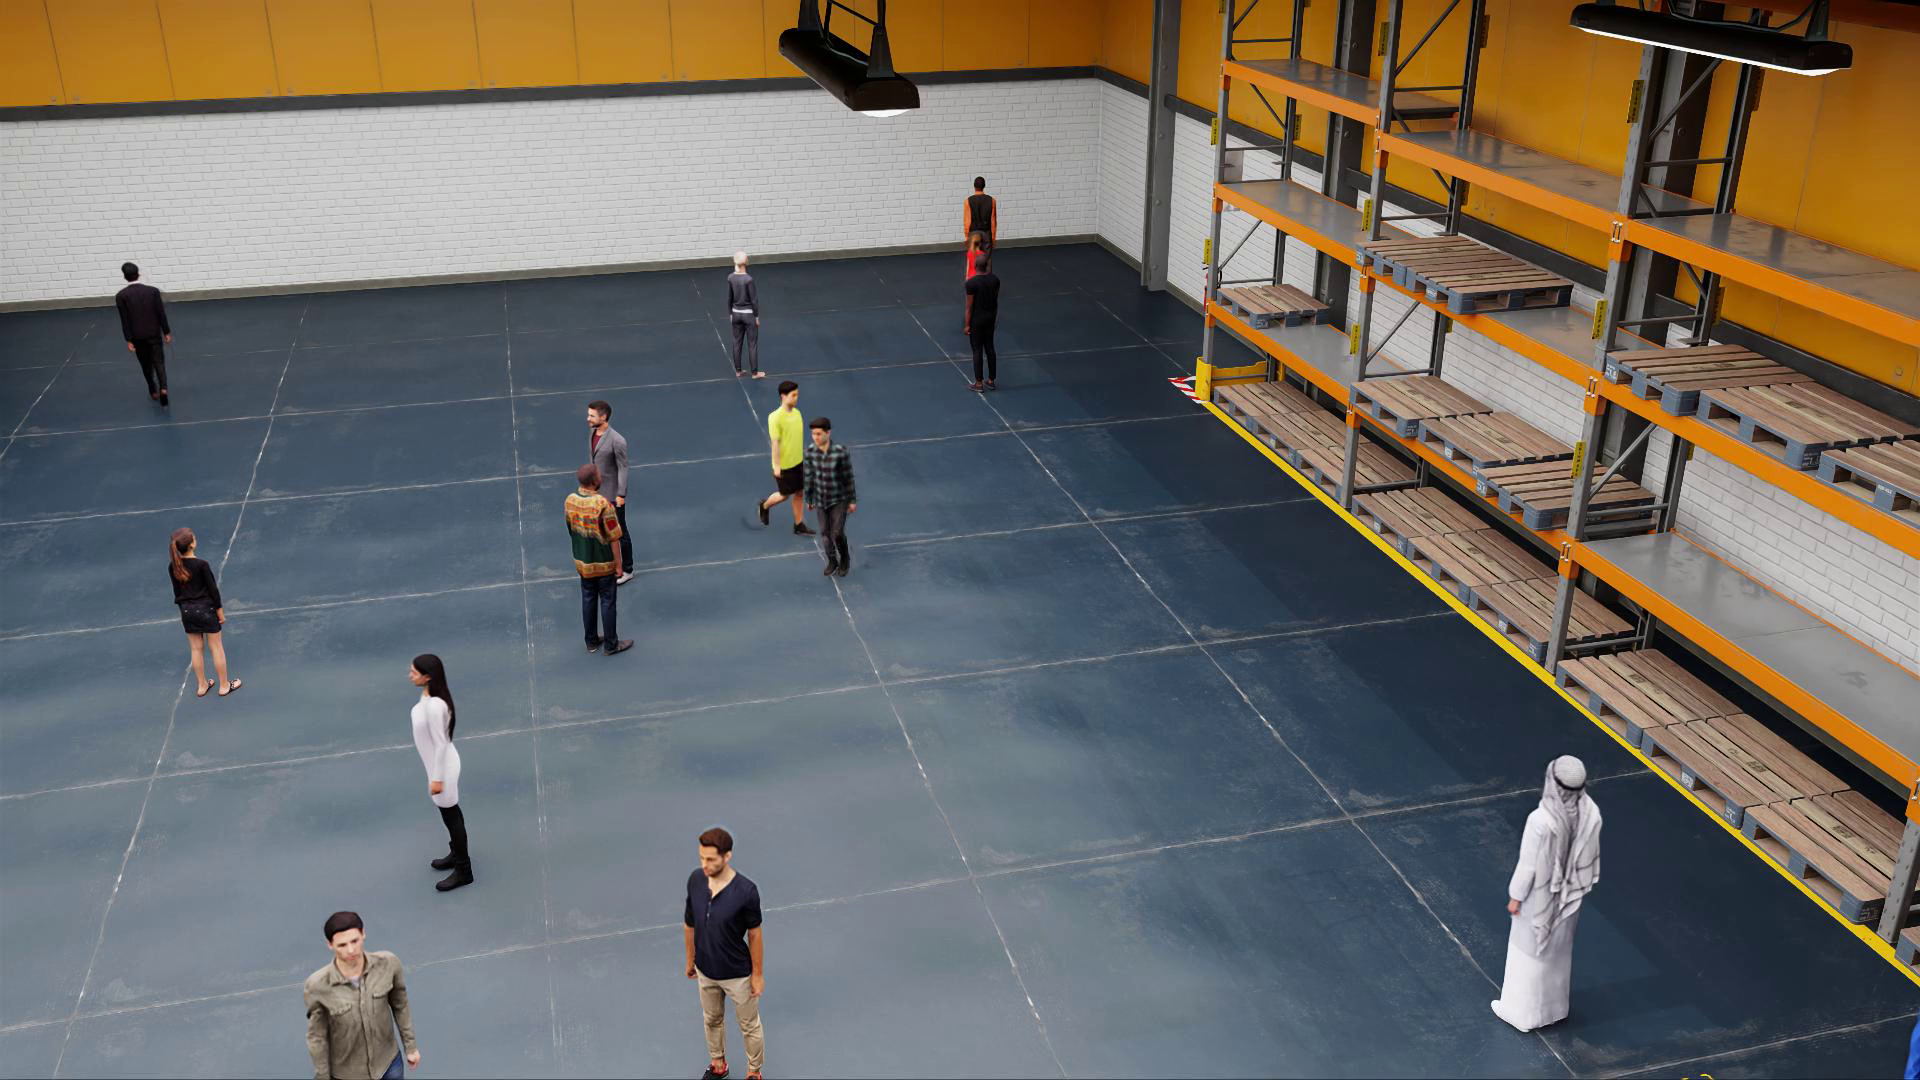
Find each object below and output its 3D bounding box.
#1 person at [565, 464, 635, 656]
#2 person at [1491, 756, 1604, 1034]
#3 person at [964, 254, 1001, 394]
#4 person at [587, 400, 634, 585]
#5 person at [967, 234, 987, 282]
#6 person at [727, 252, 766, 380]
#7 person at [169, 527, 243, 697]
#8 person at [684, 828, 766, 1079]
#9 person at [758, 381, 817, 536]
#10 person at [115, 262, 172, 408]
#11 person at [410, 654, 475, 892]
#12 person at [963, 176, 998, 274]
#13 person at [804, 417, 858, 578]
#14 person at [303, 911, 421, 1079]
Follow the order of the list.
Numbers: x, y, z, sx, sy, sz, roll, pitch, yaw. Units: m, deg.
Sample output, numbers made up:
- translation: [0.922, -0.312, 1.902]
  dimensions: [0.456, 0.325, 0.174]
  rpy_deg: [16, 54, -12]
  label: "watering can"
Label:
- translation: [-3.273, 0.169, 14.949]
  dimensions: [0.827, 1.807, 0.873]
  rpy_deg: [11, 26, 23]
  label: "person"
- translation: [3.625, 2.172, 10.220]
  dimensions: [0.683, 1.926, 0.634]
  rpy_deg: [-7, 25, -16]
  label: "person"
- translation: [0.286, -2.853, 21.849]
  dimensions: [0.725, 1.819, 0.661]
  rpy_deg: [-15, 28, -31]
  label: "person"
- translation: [-3.467, -0.490, 16.376]
  dimensions: [0.738, 1.873, 0.843]
  rpy_deg: [19, 30, 37]
  label: "person"
- translation: [0.209, -3.916, 24.936]
  dimensions: [0.770, 1.293, 0.837]
  rpy_deg: [12, 26, 25]
  label: "person"
- translation: [-2.907, -3.040, 22.392]
  dimensions: [0.679, 1.726, 0.719]
  rpy_deg: [11, 26, 23]
  label: "person"
- translation: [-6.526, 0.607, 14.262]
  dimensions: [0.597, 1.556, 0.625]
  rpy_deg: [1, 24, 2]
  label: "person"
- translation: [-1.353, 2.462, 9.642]
  dimensions: [0.723, 1.856, 0.737]
  rpy_deg: [9, 25, 19]
  label: "person"
- translation: [-1.863, -0.849, 17.420]
  dimensions: [1.016, 1.694, 0.929]
  rpy_deg: [16, 28, 32]
  label: "person"
- translation: [-10.363, -2.593, 21.207]
  dimensions: [0.926, 1.857, 1.253]
  rpy_deg: [-14, 27, -28]
  label: "person"
- translation: [-3.628, 1.603, 11.669]
  dimensions: [0.677, 1.809, 0.487]
  rpy_deg: [-8, 25, -18]
  label: "person"
- translation: [0.314, -4.735, 26.044]
  dimensions: [0.711, 1.907, 0.627]
  rpy_deg: [-4, 24, -8]
  label: "person"
- translation: [-1.252, -0.444, 16.428]
  dimensions: [0.818, 1.693, 0.828]
  rpy_deg: [8, 25, 18]
  label: "person"
- translation: [-3.188, 2.781, 8.903]
  dimensions: [0.778, 1.864, 0.727]
  rpy_deg: [-16, 28, -32]
  label: "person"
